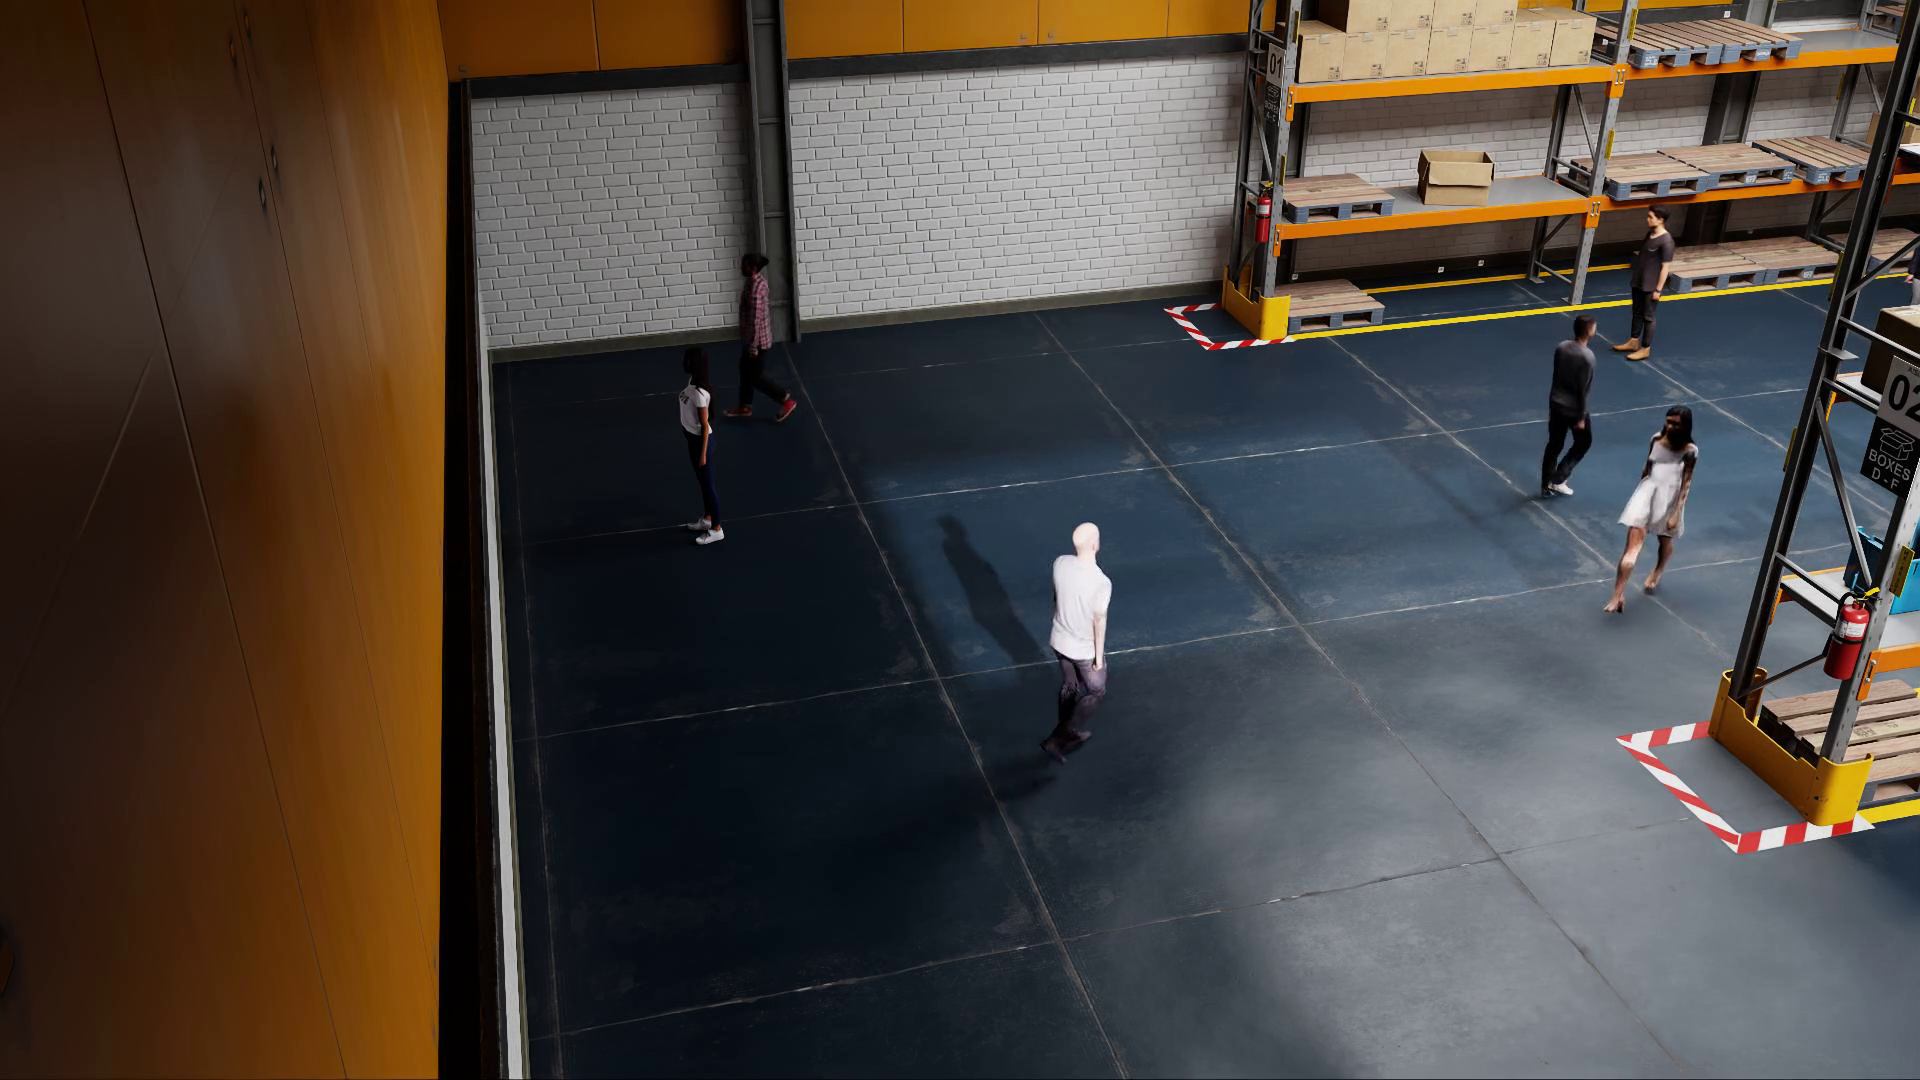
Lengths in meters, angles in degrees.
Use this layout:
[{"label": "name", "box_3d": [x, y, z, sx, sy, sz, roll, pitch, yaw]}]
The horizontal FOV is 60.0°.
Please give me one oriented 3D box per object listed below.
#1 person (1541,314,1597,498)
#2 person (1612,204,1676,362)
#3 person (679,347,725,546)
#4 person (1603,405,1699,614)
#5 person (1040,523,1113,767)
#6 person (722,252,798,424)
[{"label": "person", "box_3d": [5.408, -1.170, 14.926, 0.670, 1.755, 0.690, -14, 31, -23]}, {"label": "person", "box_3d": [7.447, -2.797, 17.952, 0.564, 1.712, 0.646, -4, 29, -7]}, {"label": "person", "box_3d": [-2.215, -0.821, 14.265, 0.525, 1.775, 0.602, -9, 30, -17]}, {"label": "person", "box_3d": [5.636, -0.264, 13.299, 1.253, 1.722, 0.965, -23, 36, -36]}, {"label": "person", "box_3d": [0.736, 0.744, 11.356, 1.001, 1.814, 0.884, -24, 37, -37]}, {"label": "person", "box_3d": [-1.971, -1.999, 16.446, 1.039, 1.753, 0.810, -3, 29, -5]}]
